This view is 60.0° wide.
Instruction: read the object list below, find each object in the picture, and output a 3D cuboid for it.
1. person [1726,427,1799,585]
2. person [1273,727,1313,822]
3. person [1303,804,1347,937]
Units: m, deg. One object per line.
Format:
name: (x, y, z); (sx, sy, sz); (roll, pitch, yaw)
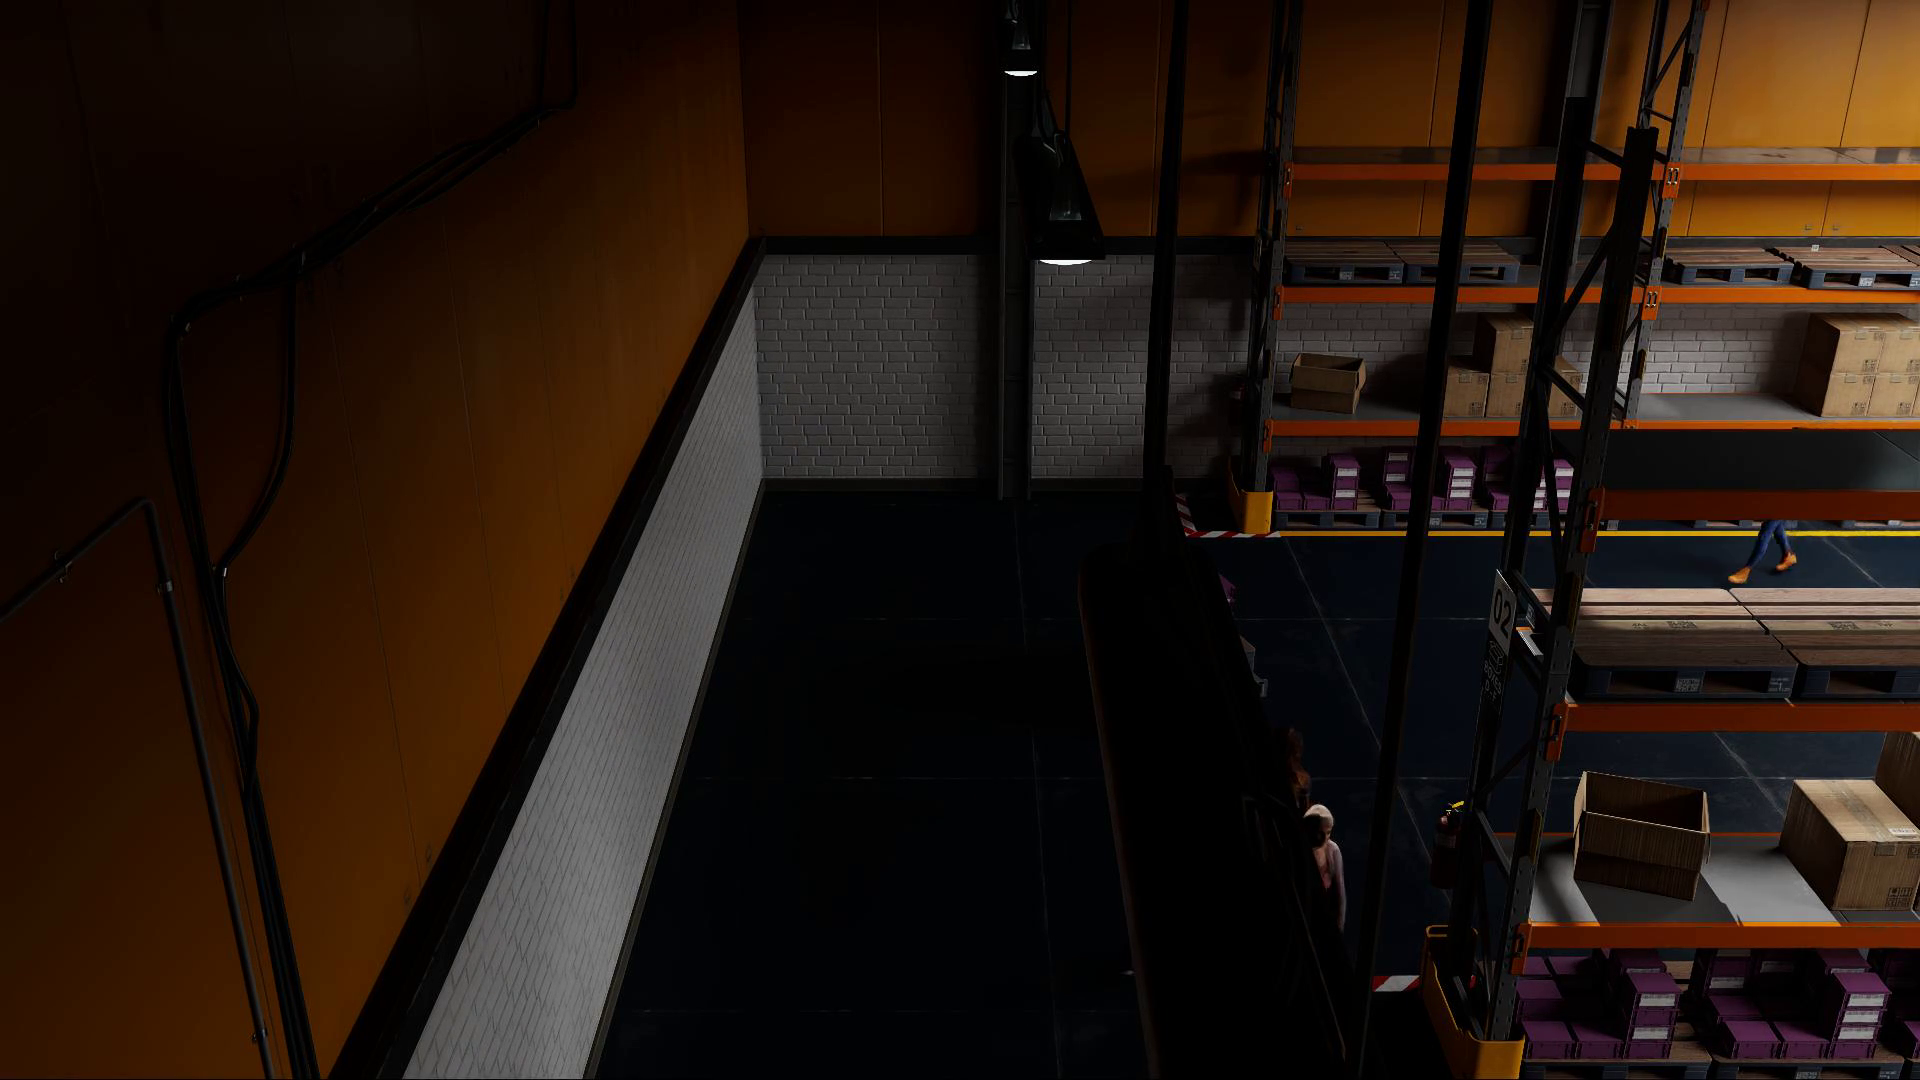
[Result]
person: (8.510, -0.361, 17.221); (1.297, 1.664, 0.927); (-9, 25, -20)
person: (2.221, 2.097, 11.537); (0.503, 1.714, 0.725); (-5, 24, -11)
person: (2.246, 2.418, 10.853); (0.682, 1.674, 0.687); (3, 24, 6)
